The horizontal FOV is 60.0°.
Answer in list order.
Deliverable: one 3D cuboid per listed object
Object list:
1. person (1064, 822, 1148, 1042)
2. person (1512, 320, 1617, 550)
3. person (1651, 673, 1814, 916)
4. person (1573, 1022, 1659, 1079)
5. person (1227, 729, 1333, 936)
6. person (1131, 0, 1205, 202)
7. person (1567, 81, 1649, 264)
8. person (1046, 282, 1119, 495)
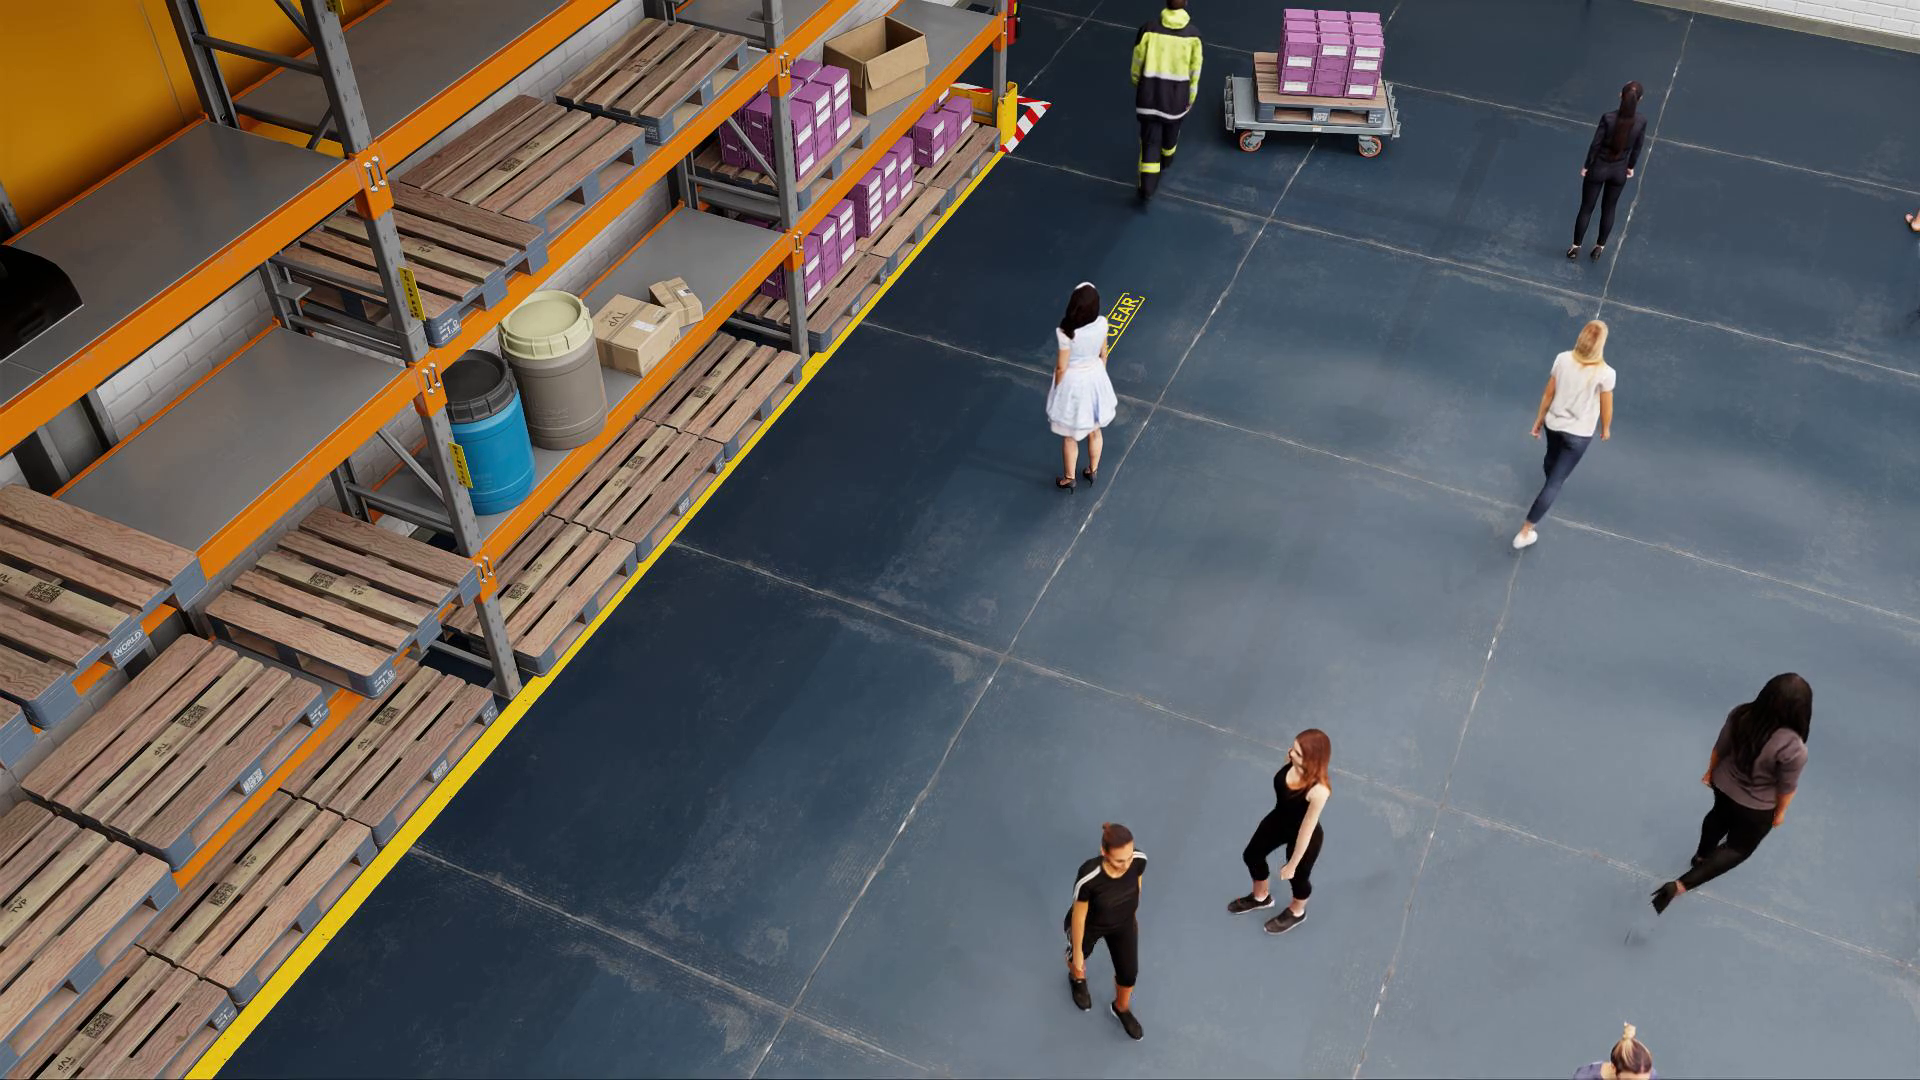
[{"bbox_3d":[0.719,1.983,8.928,0.843,1.650,0.905,-13,45,-13],"label":"person"},{"bbox_3d":[4.219,-0.700,11.664,1.256,1.761,0.903,-34,53,-31],"label":"person"},{"bbox_3d":[4.339,1.473,9.341,1.106,1.819,1.008,-19,47,-19],"label":"person"},{"bbox_3d":[3.049,2.850,8.040,0.641,1.620,0.667,-5,44,-5],"label":"person"},{"bbox_3d":[1.941,1.619,9.264,0.804,1.714,0.744,-16,46,-16],"label":"person"},{"bbox_3d":[1.821,-3.992,14.988,1.090,1.942,1.378,3,44,3],"label":"person"},{"bbox_3d":[5.561,-3.157,14.279,0.639,1.712,0.599,3,44,4],"label":"person"},{"bbox_3d":[0.874,-1.079,12.021,0.855,1.818,0.916,-14,45,-15],"label":"person"}]
